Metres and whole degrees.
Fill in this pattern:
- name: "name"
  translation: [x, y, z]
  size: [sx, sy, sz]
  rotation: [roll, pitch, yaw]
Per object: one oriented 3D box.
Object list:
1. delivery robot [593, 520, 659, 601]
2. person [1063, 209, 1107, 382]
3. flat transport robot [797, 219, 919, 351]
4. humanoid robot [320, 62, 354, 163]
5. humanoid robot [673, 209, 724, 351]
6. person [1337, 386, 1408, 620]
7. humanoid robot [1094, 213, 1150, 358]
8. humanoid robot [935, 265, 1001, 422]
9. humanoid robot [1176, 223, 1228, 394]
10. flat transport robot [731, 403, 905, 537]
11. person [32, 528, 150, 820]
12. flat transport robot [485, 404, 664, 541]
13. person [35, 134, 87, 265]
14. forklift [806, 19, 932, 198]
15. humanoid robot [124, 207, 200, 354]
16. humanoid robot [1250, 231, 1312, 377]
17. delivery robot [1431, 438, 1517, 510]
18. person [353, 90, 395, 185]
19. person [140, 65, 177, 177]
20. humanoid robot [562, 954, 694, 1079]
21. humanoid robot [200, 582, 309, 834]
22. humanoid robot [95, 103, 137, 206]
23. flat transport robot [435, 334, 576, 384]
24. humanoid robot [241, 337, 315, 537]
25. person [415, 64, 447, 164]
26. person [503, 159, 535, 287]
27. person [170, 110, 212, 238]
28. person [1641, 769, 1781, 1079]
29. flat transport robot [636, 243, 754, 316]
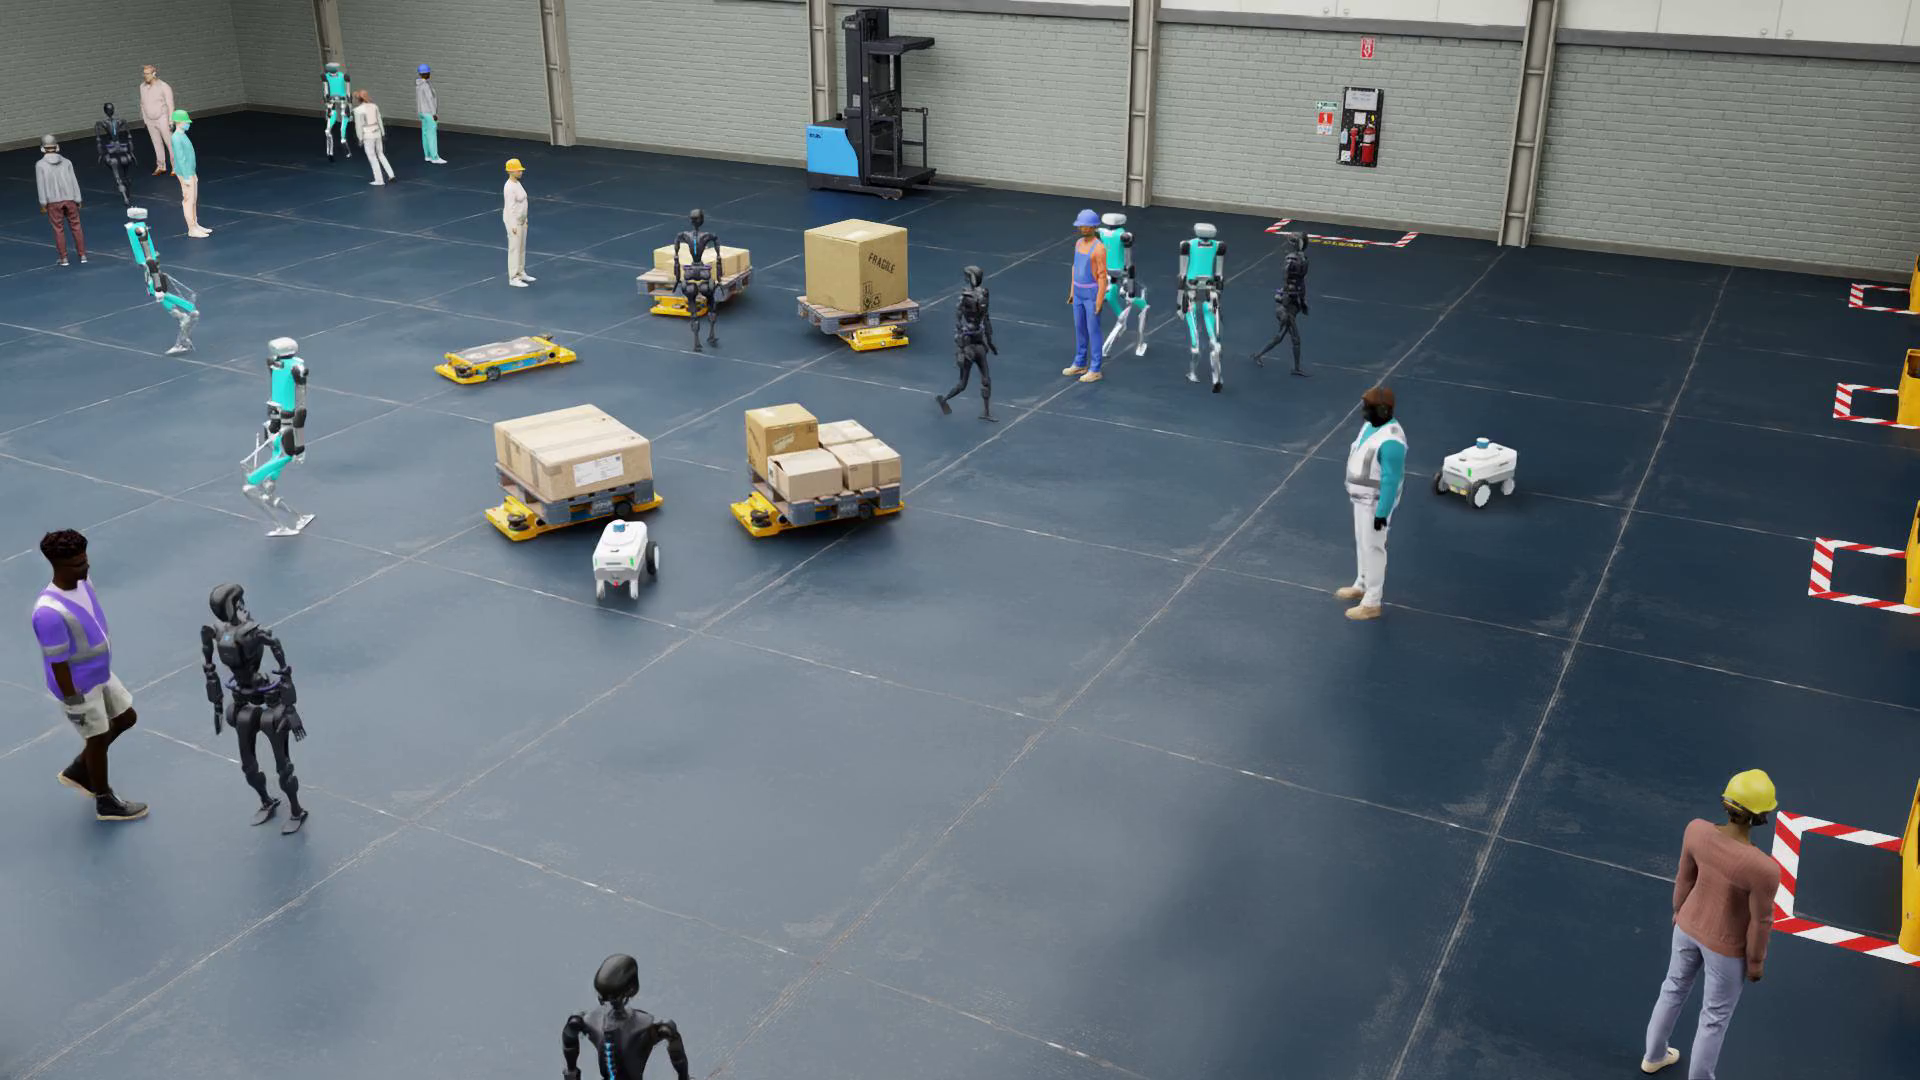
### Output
- name: "delivery robot"
  translation: [-2.748, 0.125, 13.530]
  size: [0.499, 0.611, 0.792]
  rotation: [-1, 23, -1]
- name: "person"
  translation: [1.401, -2.704, 18.382]
  size: [0.368, 1.907, 0.527]
  rotation: [-15, 28, -32]
- name: "flat transport robot"
  translation: [-1.230, -2.595, 20.204]
  size: [0.659, 0.231, 1.431]
  rotation: [-11, 25, -23]
- name: "humanoid robot"
  translation: [-11.498, -7.816, 30.557]
  size: [0.530, 1.780, 1.012]
  rotation: [0, 23, 1]
- name: "humanoid robot"
  translation: [-3.078, -3.066, 19.526]
  size: [0.610, 1.646, 0.442]
  rotation: [-1, 23, -2]
- name: "person"
  translation: [3.190, -0.300, 12.885]
  size: [0.429, 1.832, 0.645]
  rotation: [0, 23, -1]
- name: "humanoid robot"
  translation: [1.946, -2.927, 19.131]
  size: [1.009, 1.752, 0.530]
  rotation: [-21, 31, -40]
- name: "humanoid robot"
  translation: [0.095, -2.044, 17.173]
  size: [0.694, 1.636, 0.608]
  rotation: [16, 28, 32]
- name: "humanoid robot"
  translation: [2.694, -2.472, 18.130]
  size: [0.562, 1.837, 0.884]
  rotation: [-4, 24, -9]
- name: "flat transport robot"
  translation: [-1.256, -0.318, 14.902]
  size: [1.431, 0.231, 0.659]
  rotation: [-11, 26, -24]
- name: "person"
  translation: [-5.330, 0.828, 10.104]
  size: [0.461, 1.946, 0.626]
  rotation: [-3, 23, -6]
- name: "flat transport robot"
  translation: [-3.463, -0.331, 14.933]
  size: [1.431, 0.231, 0.659]
  rotation: [-16, 28, -33]
- name: "person"
  translation: [-12.624, -4.777, 23.337]
  size: [0.544, 1.807, 0.377]
  rotation: [-20, 30, -39]
- name: "forklift"
  translation: [-1.573, -7.292, 27.850]
  size: [1.873, 2.768, 1.129]
  rotation: [12, 26, 25]
- name: "humanoid robot"
  translation: [-9.124, -2.931, 19.274]
  size: [0.742, 1.903, 0.549]
  rotation: [-16, 28, -33]
- name: "humanoid robot"
  translation: [3.654, -2.662, 18.674]
  size: [0.795, 1.647, 0.589]
  rotation: [13, 27, 28]
- name: "delivery robot"
  translation: [4.753, -0.629, 15.280]
  size: [0.796, 0.606, 0.499]
  rotation: [-16, 28, -32]
- name: "person"
  translation: [-10.071, -6.884, 28.478]
  size: [0.386, 1.614, 0.549]
  rotation: [11, 26, 24]
- name: "person"
  translation: [-14.092, -7.363, 29.234]
  size: [0.638, 1.908, 0.413]
  rotation: [6, 24, 13]
- name: "humanoid robot"
  translation: [-1.341, 2.429, 6.730]
  size: [0.585, 1.636, 0.552]
  rotation: [4, 24, 8]
- name: "humanoid robot"
  translation: [-4.243, 1.001, 10.051]
  size: [0.611, 1.651, 0.317]
  rotation: [4, 24, 10]
- name: "humanoid robot"
  translation: [-13.766, -6.295, 27.098]
  size: [0.588, 1.623, 0.787]
  rotation: [-19, 29, -37]
- name: "flat transport robot"
  translation: [-5.180, -2.064, 18.968]
  size: [1.431, 0.231, 0.659]
  rotation: [-19, 30, -38]
- name: "humanoid robot"
  translation: [-5.908, -0.790, 14.161]
  size: [0.531, 1.754, 0.869]
  rotation: [19, 30, 38]
- name: "person"
  translation: [-9.709, -7.780, 30.368]
  size: [0.360, 1.778, 0.526]
  rotation: [-17, 28, -34]
- name: "person"
  translation: [-5.915, -4.238, 22.226]
  size: [0.335, 1.690, 0.470]
  rotation: [1, 23, 3]
- name: "person"
  translation: [-11.553, -5.485, 24.904]
  size: [0.358, 1.871, 0.514]
  rotation: [-5, 24, -12]
- name: "person"
  translation: [3.605, 1.878, 7.908]
  size: [0.341, 1.760, 0.521]
  rotation: [-11, 25, -23]
- name: "flat transport robot"
  translation: [-3.399, -3.167, 21.535]
  size: [0.659, 0.231, 1.431]
  rotation: [6, 24, 15]
